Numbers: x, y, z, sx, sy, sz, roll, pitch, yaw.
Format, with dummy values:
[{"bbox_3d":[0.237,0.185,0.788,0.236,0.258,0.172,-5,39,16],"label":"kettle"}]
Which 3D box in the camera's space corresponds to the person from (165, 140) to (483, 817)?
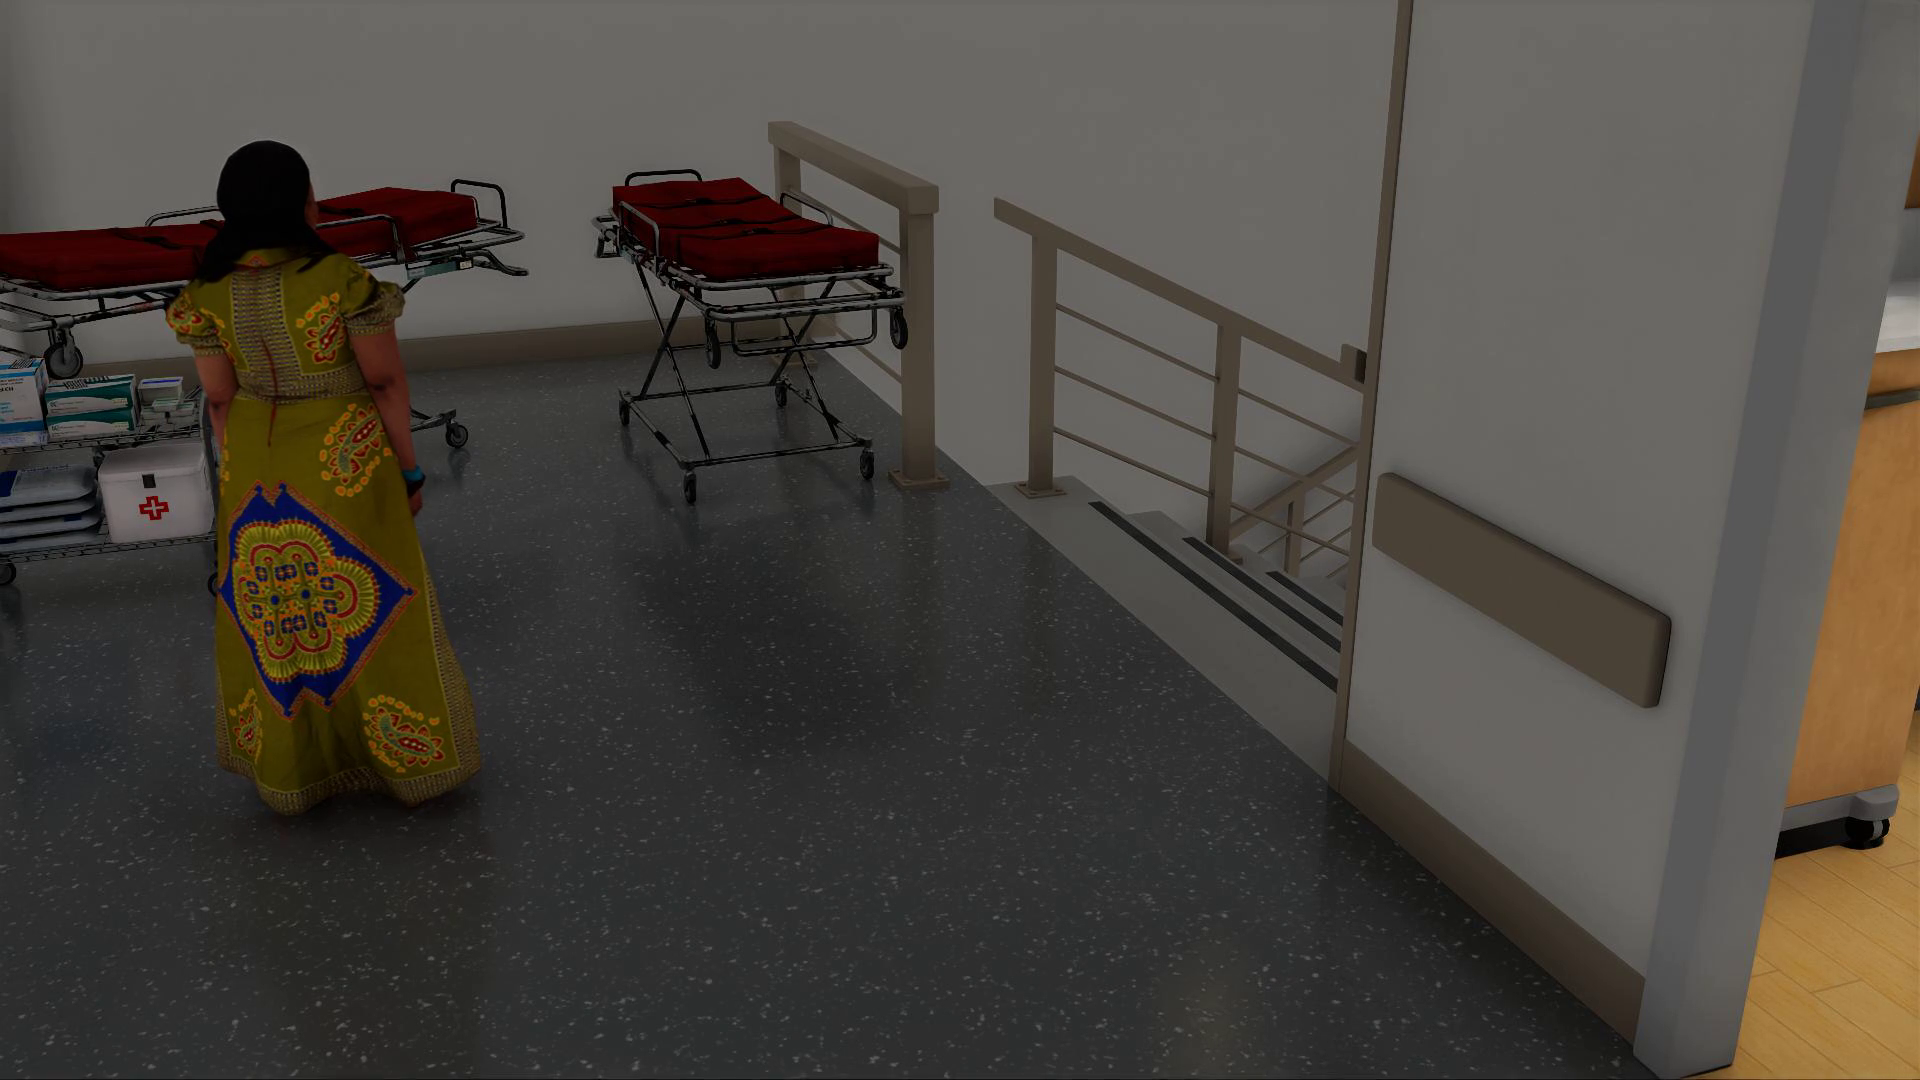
[{"bbox_3d":[-1.542,-0.121,3.993,0.950,1.660,0.910,-1,21,-2],"label":"person"}]
